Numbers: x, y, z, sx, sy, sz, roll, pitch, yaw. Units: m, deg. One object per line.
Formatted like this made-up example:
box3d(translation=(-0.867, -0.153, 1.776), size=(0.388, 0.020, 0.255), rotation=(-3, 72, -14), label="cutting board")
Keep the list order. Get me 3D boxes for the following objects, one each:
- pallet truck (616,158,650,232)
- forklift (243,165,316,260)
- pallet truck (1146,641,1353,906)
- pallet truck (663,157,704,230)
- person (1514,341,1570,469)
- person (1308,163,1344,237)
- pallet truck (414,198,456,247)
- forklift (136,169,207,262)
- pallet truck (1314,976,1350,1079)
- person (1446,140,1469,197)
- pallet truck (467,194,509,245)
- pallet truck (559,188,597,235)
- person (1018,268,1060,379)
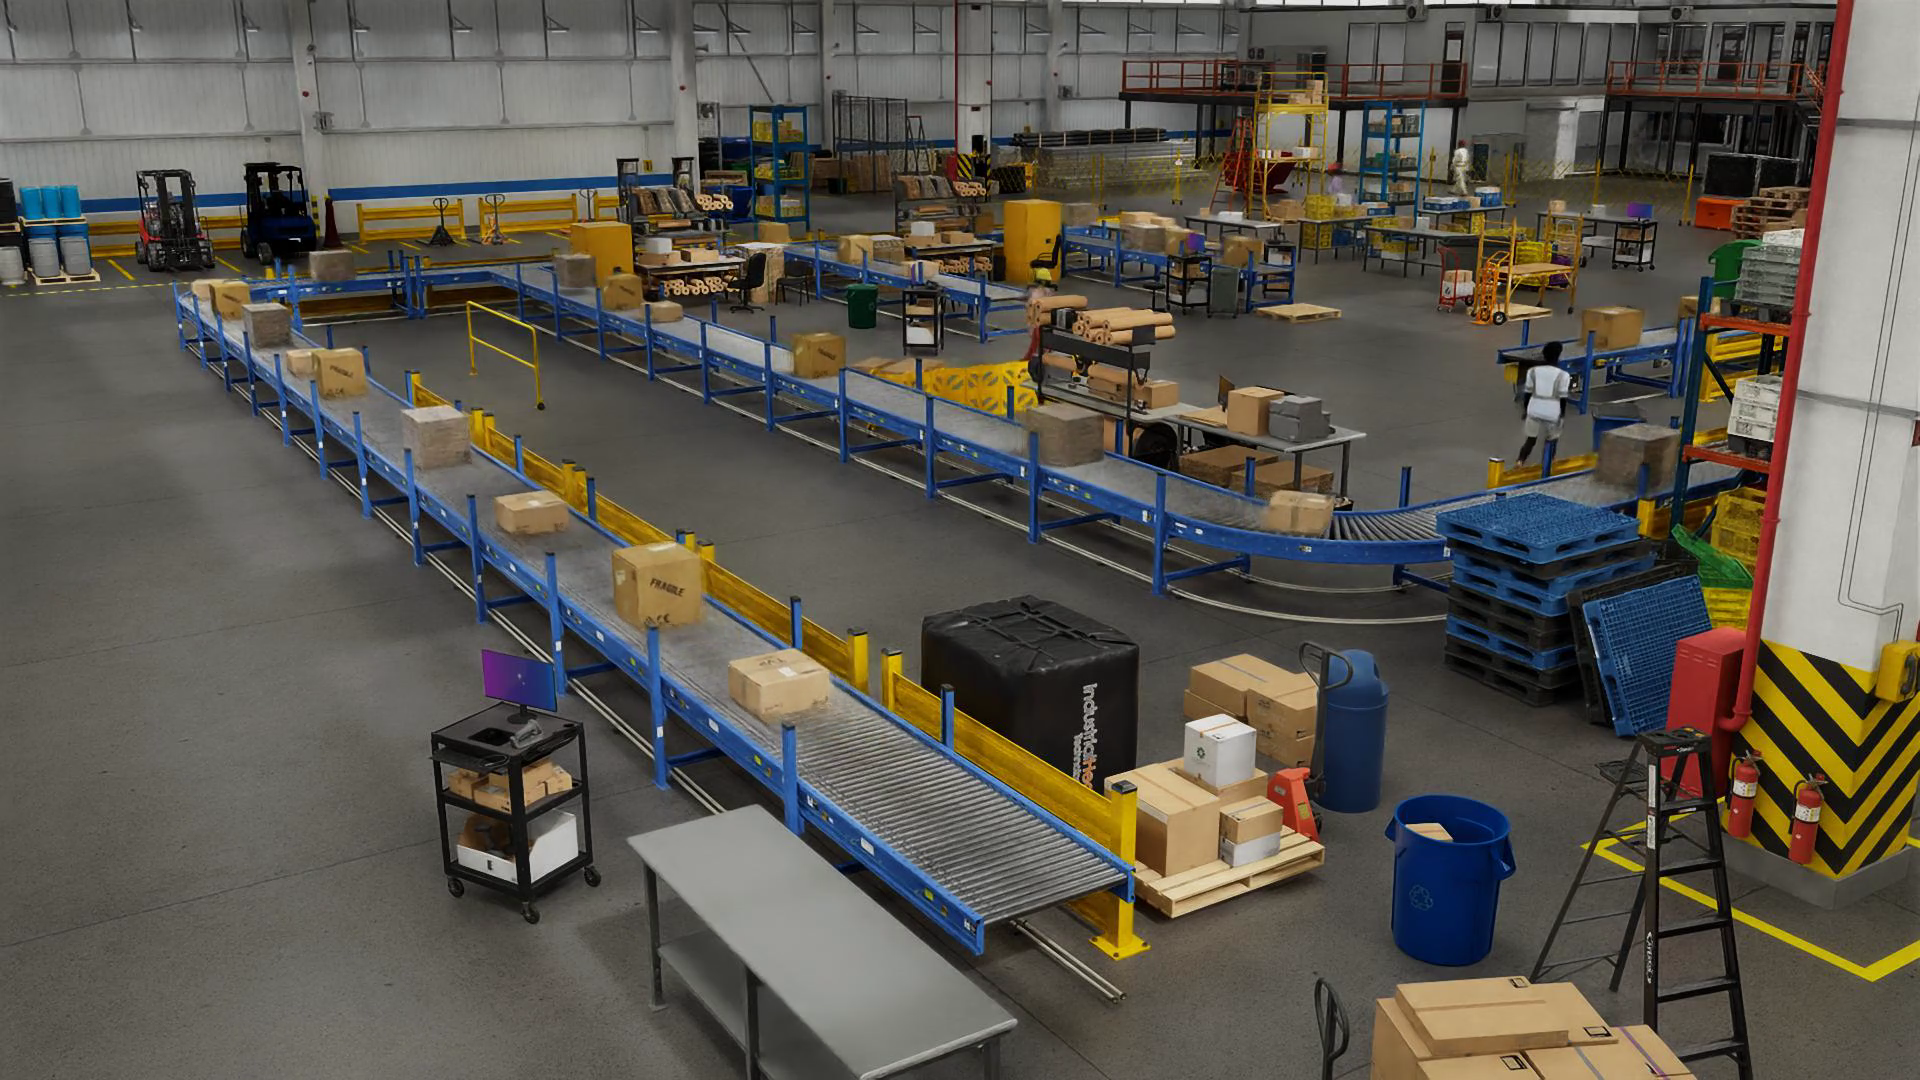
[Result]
box3d(translation=(-8.918, -9.176, 44.255), size=(0.823, 1.965, 1.885), rotation=(-9, 19, -27), label="pallet truck")
box3d(translation=(-15.898, -7.669, 38.708), size=(1.157, 1.987, 2.680), rotation=(-11, 20, -33), label="forklift")
box3d(translation=(1.664, 1.407, 10.232), size=(1.630, 1.274, 0.653), rotation=(-10, 20, -31), label="pallet truck")
box3d(translation=(-7.586, -9.308, 44.692), size=(0.823, 1.965, 1.885), rotation=(-11, 20, -33), label="pallet truck")
box3d(translation=(6.686, -1.450, 19.103), size=(0.536, 1.673, 0.741), rotation=(14, 21, 38), label="person")
box3d(translation=(9.414, -8.584, 42.300), size=(1.064, 1.980, 0.637), rotation=(-1, 17, -3), label="person")
box3d(translation=(-13.250, -8.060, 41.856), size=(0.680, 1.201, 1.601), rotation=(-10, 20, -31), label="pallet truck")
box3d(translation=(-17.842, -7.318, 37.559), size=(1.157, 1.987, 2.680), rotation=(-10, 20, -31), label="forklift")
box3d(translation=(2.299, 2.390, 7.086), size=(1.601, 1.201, 0.680), rotation=(-2, 17, -7), label="pallet truck")
box3d(translation=(16.382, -12.182, 54.550), size=(0.581, 1.837, 0.986), rotation=(-10, 19, -30), label="person")
box3d(translation=(-11.983, -8.177, 42.137), size=(0.704, 1.261, 1.522), rotation=(-11, 20, -33), label="pallet truck")
box3d(translation=(-10.010, -8.652, 43.699), size=(0.653, 1.274, 1.630), rotation=(-10, 20, -31), label="pallet truck")
box3d(translation=(1.226, -3.211, 24.887), size=(0.898, 1.720, 0.528), rotation=(8, 19, 26), label="person")
